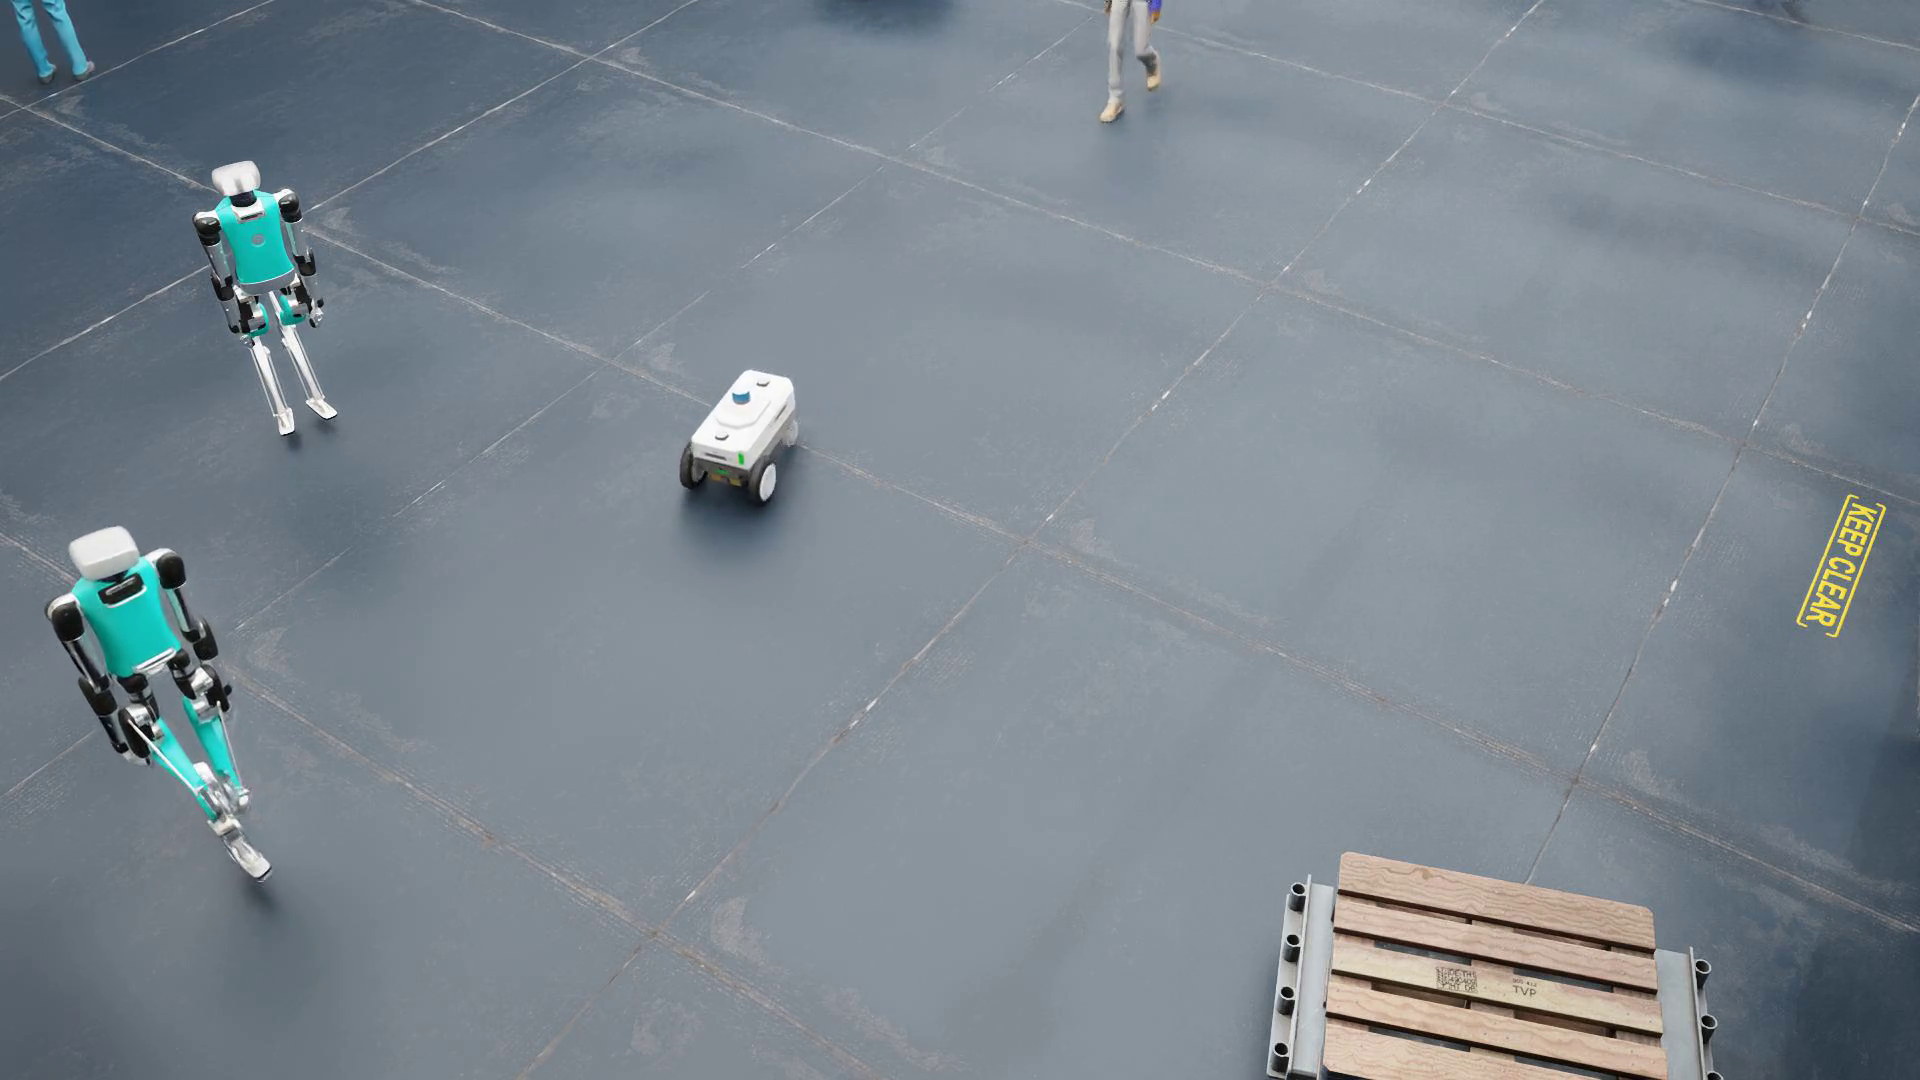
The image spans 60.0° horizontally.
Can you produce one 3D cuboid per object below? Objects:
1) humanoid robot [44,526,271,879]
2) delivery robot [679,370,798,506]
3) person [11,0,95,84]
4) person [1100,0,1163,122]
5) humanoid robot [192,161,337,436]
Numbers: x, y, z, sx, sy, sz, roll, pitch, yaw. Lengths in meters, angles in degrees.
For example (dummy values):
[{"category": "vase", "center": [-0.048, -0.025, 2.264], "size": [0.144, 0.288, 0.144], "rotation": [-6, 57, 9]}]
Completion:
[{"category": "humanoid robot", "center": [-3.155, 0.764, 6.820], "size": [1.033, 1.731, 0.554], "rotation": [31, 50, 30]}, {"category": "delivery robot", "center": [-1.201, -0.590, 9.223], "size": [0.499, 0.591, 0.768], "rotation": [14, 44, 15]}, {"category": "person", "center": [-6.985, -4.304, 12.427], "size": [0.557, 1.833, 0.402], "rotation": [-9, 43, -10]}, {"category": "person", "center": [1.273, -3.985, 12.053], "size": [0.472, 1.852, 0.621], "rotation": [19, 45, 20]}, {"category": "humanoid robot", "center": [-3.822, -1.384, 9.126], "size": [0.533, 1.677, 0.735], "rotation": [-24, 47, -25]}]
